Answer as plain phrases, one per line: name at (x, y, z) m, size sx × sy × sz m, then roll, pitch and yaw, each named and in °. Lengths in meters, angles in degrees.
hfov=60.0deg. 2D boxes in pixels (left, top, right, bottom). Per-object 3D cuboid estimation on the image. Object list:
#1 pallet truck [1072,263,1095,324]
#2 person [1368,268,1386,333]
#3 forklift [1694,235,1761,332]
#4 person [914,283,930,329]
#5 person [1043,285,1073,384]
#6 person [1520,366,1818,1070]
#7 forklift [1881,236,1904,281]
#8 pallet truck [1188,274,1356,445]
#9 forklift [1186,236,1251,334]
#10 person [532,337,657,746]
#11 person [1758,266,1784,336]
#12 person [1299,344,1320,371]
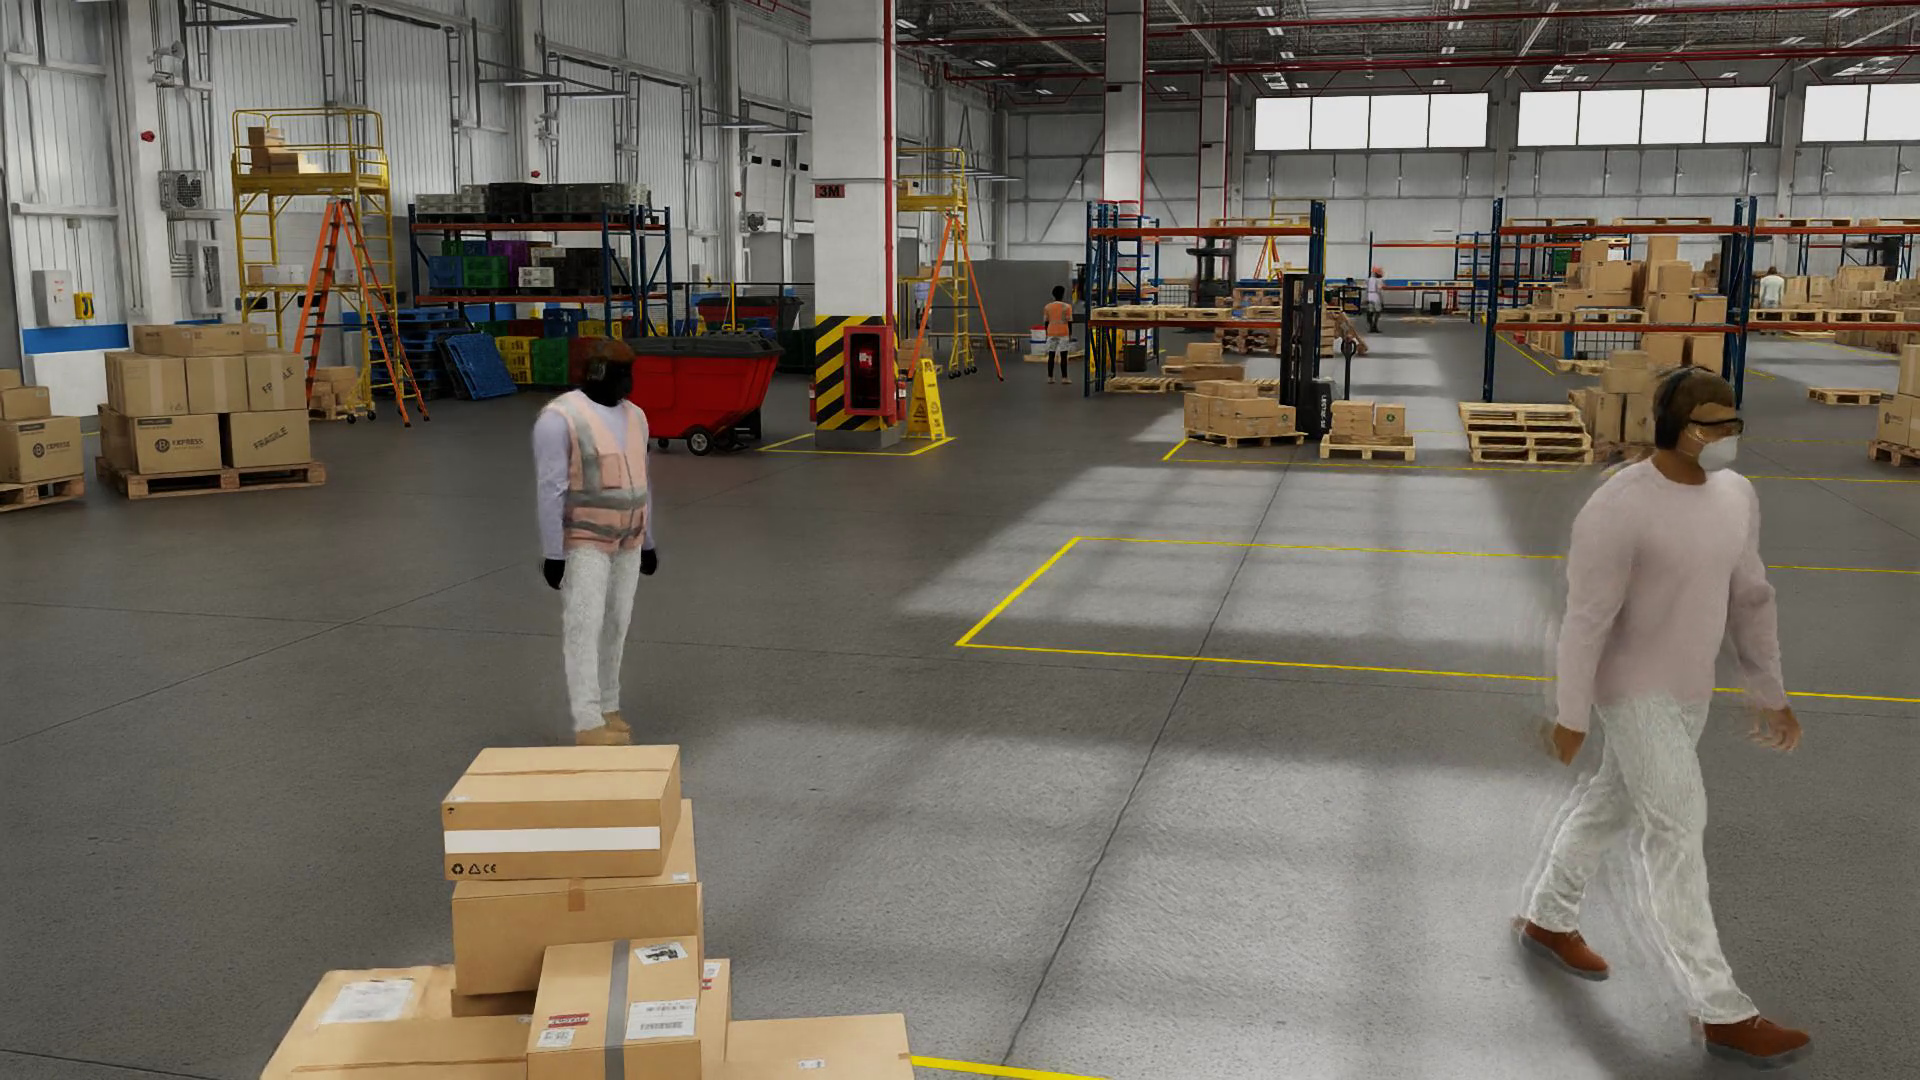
pallet truck at (4.325, -8.180, 55.162) m, size 0.823 × 1.965 × 1.885 m, roll 6°, pitch 11°, yaw 31°
person at (11.947, -6.879, 47.855) m, size 0.400 × 1.887 × 0.656 m, roll -6°, pitch 11°, yaw -31°
forklift at (22.425, -7.519, 48.677) m, size 1.873 × 2.768 × 1.129 m, roll 2°, pitch 10°, yaw 14°
person at (-1.150, -7.384, 50.681) m, size 0.544 × 1.930 × 0.388 m, roll -6°, pitch 11°, yaw -31°
person at (1.700, -3.522, 28.612) m, size 0.540 × 1.700 × 0.316 m, roll 5°, pitch 11°, yaw 25°
person at (2.004, 0.450, 4.703) m, size 0.633 × 1.885 × 1.024 m, roll -6°, pitch 12°, yaw -33°
forklift at (29.102, -8.099, 52.089) m, size 1.873 × 2.768 × 1.129 m, roll 2°, pitch 10°, yaw 14°
pallet truck at (3.653, -2.138, 19.590) m, size 1.885 × 1.965 × 0.823 m, roll -4°, pitch 10°, yaw -20°
forklift at (7.390, -7.238, 47.019) m, size 1.129 × 2.768 × 1.873 m, roll 8°, pitch 13°, yaw 40°
person at (-1.589, 0.010, 7.459) m, size 0.493 × 1.837 × 0.646 m, roll 7°, pitch 12°, yaw 34°
person at (22.638, -6.672, 46.457) m, size 0.637 × 1.938 × 0.355 m, roll 1°, pitch 10°, yaw 7°
person at (6.783, -4.111, 31.989) m, size 0.484 × 1.735 × 0.344 m, roll -9°, pitch 13°, yaw -41°
